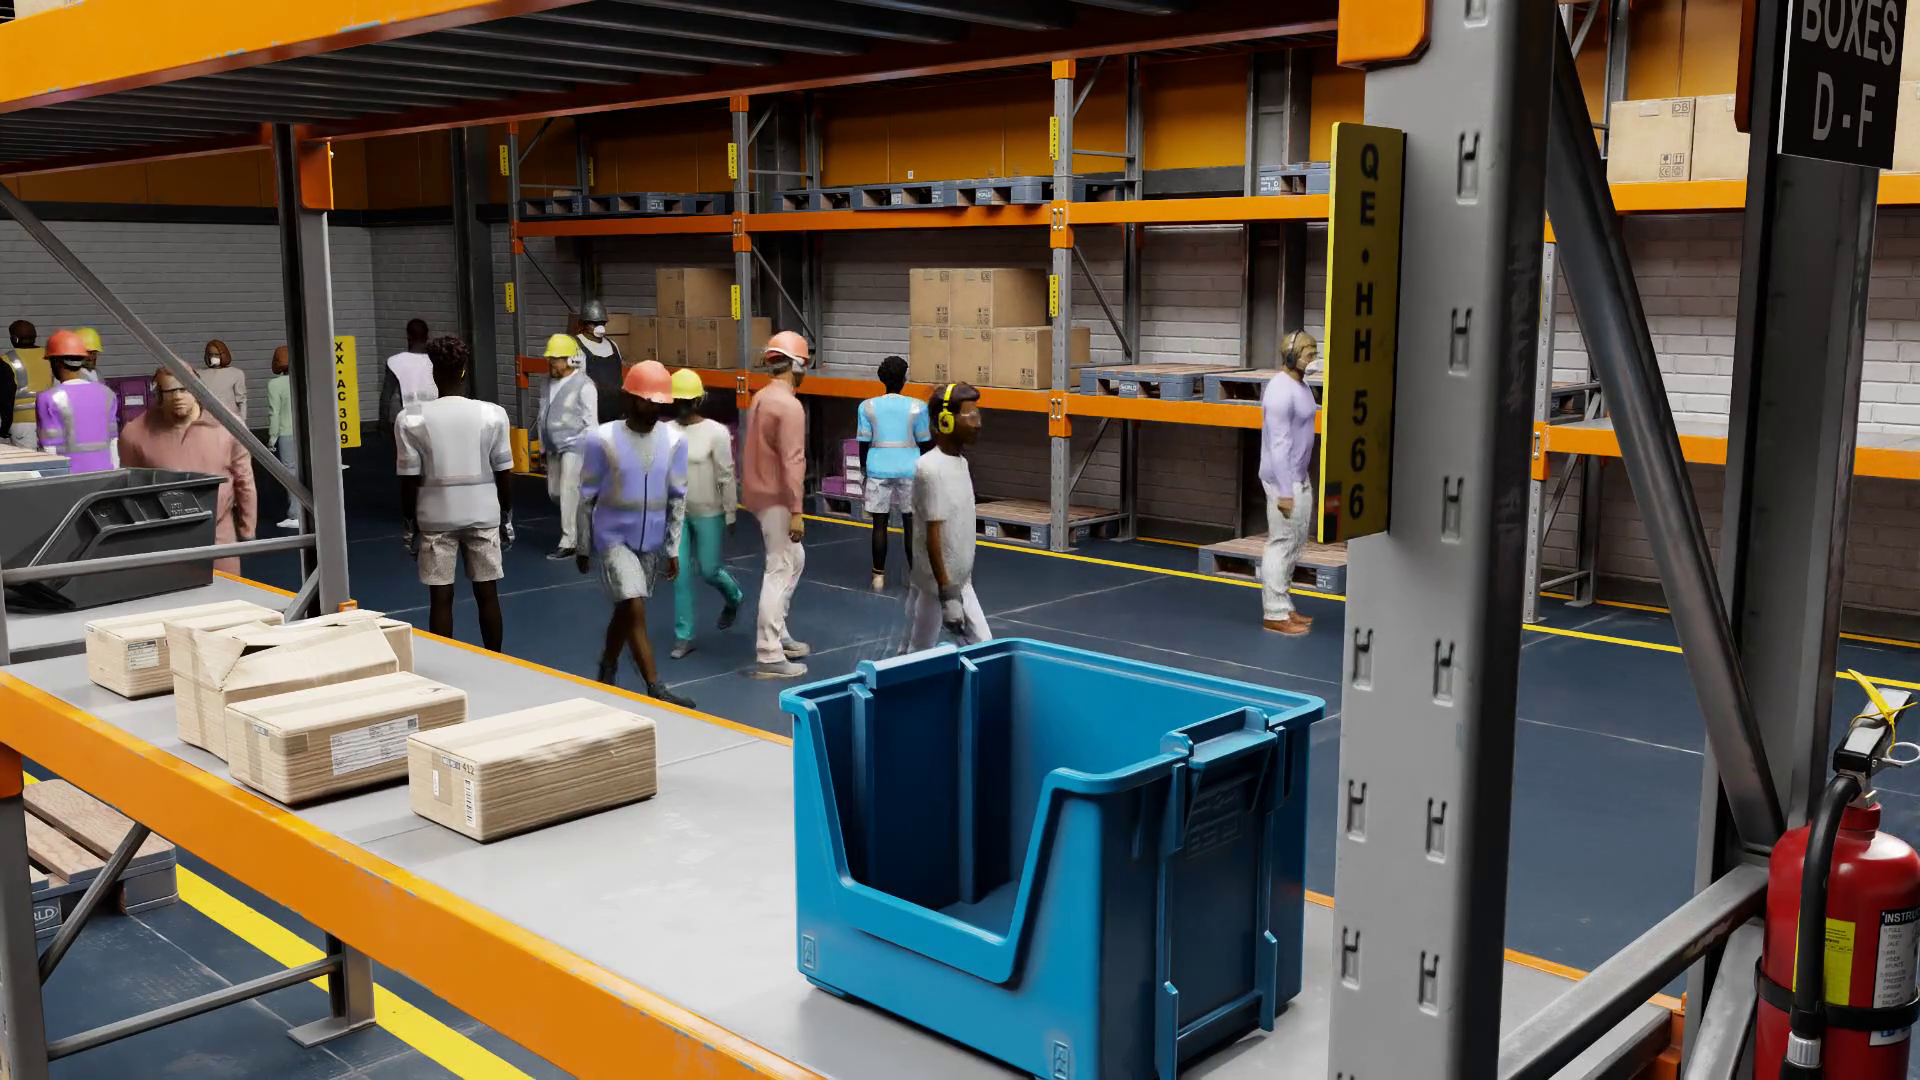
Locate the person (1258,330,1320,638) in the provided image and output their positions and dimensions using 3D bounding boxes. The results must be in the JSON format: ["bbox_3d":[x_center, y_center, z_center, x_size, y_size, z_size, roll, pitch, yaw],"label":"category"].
[{"bbox_3d":[2.084,-0.362,10.550,0.363,1.937,0.648,4,10,23],"label":"person"}]

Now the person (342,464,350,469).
[{"bbox_3d":[-7.354,-1.767,19.240,0.407,1.913,0.641,-7,12,-37],"label":"person"}]

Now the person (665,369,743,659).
[{"bbox_3d":[-1.558,-0.183,10.054,0.537,1.734,0.653,3,10,19],"label":"person"}]

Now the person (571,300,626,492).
[{"bbox_3d":[-3.319,-1.184,15.269,0.535,2.000,0.687,7,11,35],"label":"person"}]

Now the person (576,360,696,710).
[{"bbox_3d":[-1.682,0.003,8.590,0.543,1.859,1.017,-7,12,-36],"label":"person"}]

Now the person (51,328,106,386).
[{"bbox_3d":[-7.346,-0.869,14.015,0.404,1.821,0.587,0,9,0],"label":"person"}]

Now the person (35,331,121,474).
[{"bbox_3d":[-5.650,-0.368,10.682,0.463,1.924,0.566,4,10,23],"label":"person"}]

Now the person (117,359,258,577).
[{"bbox_3d":[-4.127,-0.051,8.917,0.672,1.865,0.660,-5,11,-29],"label":"person"}]

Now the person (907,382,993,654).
[{"bbox_3d":[-0.108,0.202,7.450,0.958,1.827,0.520,4,10,25],"label":"person"}]

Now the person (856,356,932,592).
[{"bbox_3d":[-0.473,-0.473,11.952,0.539,1.698,0.318,0,9,0],"label":"person"}]

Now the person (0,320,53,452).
[{"bbox_3d":[-8.670,-1.123,15.505,0.429,1.845,0.621,4,10,24],"label":"person"}]

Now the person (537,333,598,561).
[{"bbox_3d":[-3.098,-0.759,13.366,0.598,1.812,0.654,7,12,38],"label":"person"}]

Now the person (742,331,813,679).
[{"bbox_3d":[-1.054,-0.214,9.594,0.563,1.960,0.698,-5,10,-26],"label":"person"}]

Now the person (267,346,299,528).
[{"bbox_3d":[-5.987,-0.926,14.931,0.278,1.633,0.498,5,11,30],"label":"person"}]

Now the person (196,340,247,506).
[{"bbox_3d":[-7.199,-1.132,16.205,0.497,1.632,0.289,-1,9,-7],"label":"person"}]

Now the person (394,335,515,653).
[{"bbox_3d":[-2.693,-0.111,8.917,0.606,1.966,0.367,-4,10,-23],"label":"person"}]

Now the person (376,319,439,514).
[{"bbox_3d":[-4.889,-1.051,15.019,0.602,1.859,1.030,-8,12,-40],"label":"person"}]
